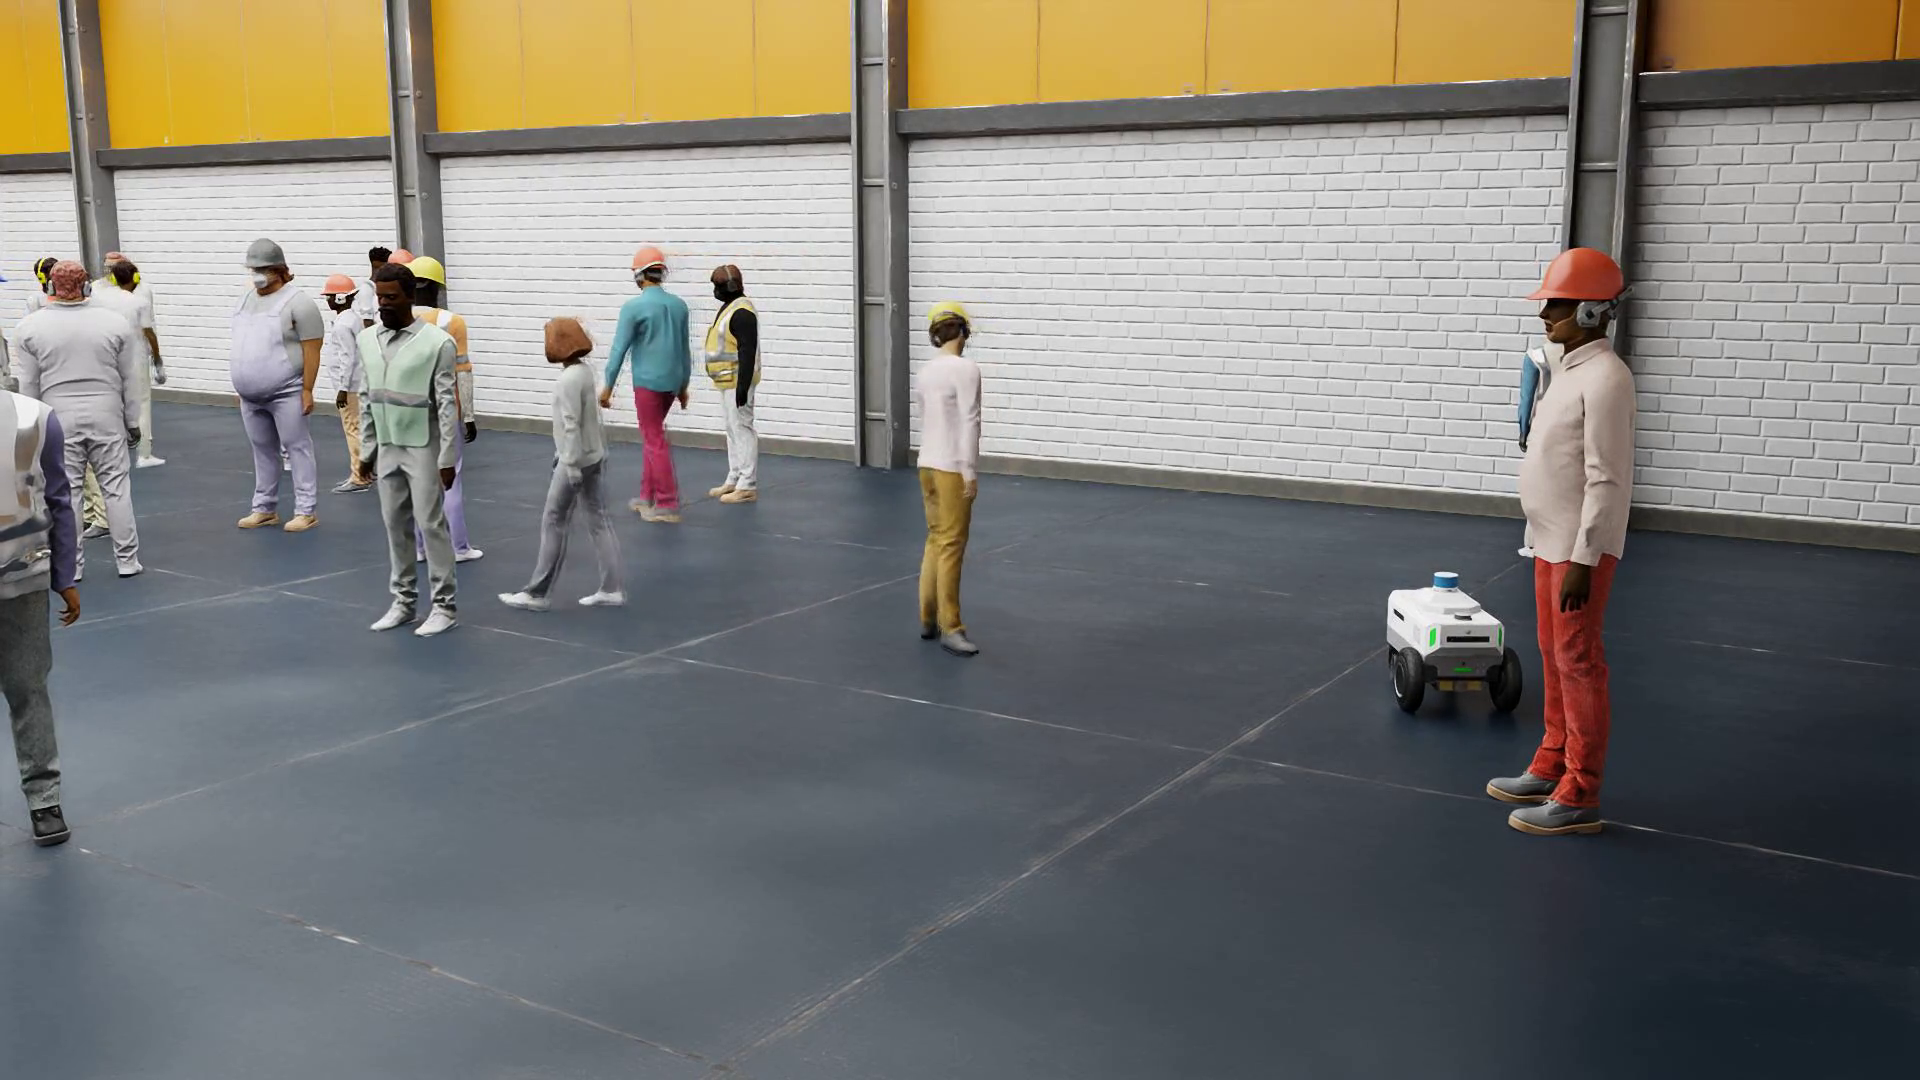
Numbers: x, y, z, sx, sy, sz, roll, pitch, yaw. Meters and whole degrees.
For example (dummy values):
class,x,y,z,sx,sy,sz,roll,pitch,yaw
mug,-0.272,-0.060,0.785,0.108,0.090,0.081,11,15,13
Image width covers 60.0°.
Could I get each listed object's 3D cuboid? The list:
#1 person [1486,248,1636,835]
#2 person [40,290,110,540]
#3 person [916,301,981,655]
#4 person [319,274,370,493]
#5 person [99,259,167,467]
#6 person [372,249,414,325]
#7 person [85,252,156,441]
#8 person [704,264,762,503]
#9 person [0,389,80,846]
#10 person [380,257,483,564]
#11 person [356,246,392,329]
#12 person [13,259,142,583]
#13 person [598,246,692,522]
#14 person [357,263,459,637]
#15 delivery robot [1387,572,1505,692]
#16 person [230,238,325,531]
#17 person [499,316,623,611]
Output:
class,x,y,z,sx,sy,sz,roll,pitch,yaw
person,2.090,0.009,5.706,0.375,1.995,0.610,1,10,6
person,-5.999,-0.881,11.309,0.334,1.749,0.575,-9,13,-40
person,-0.011,-0.320,8.298,0.338,1.720,0.683,-6,12,-29
person,-4.951,-1.262,13.420,0.328,1.752,0.563,-2,11,-13
person,-7.350,-1.561,14.795,0.543,1.853,0.378,2,11,13
person,-4.904,-1.593,14.744,0.358,1.938,0.545,7,12,34
person,-8.399,-1.922,16.670,0.638,1.904,0.402,-5,11,-25
person,-1.759,-1.209,12.900,0.430,1.838,0.621,-4,11,-19
person,-3.230,0.133,5.470,0.601,1.830,0.404,-6,12,-29
person,-3.304,-0.800,10.403,0.585,1.918,0.380,1,10,8
person,-5.792,-1.950,16.662,0.374,1.959,0.603,0,10,0
person,-5.207,-0.699,9.876,0.642,1.909,0.410,-6,12,-30
person,-2.284,-1.123,12.028,0.656,1.970,0.650,6,12,30
person,-2.818,-0.462,8.567,0.594,1.910,0.384,5,11,24
delivery robot,2.137,0.386,7.351,0.477,0.478,0.707,0,10,0
person,-4.797,-1.073,11.573,0.672,2.000,0.536,4,11,19
person,-2.194,-0.412,9.114,0.672,1.607,0.517,1,10,4
